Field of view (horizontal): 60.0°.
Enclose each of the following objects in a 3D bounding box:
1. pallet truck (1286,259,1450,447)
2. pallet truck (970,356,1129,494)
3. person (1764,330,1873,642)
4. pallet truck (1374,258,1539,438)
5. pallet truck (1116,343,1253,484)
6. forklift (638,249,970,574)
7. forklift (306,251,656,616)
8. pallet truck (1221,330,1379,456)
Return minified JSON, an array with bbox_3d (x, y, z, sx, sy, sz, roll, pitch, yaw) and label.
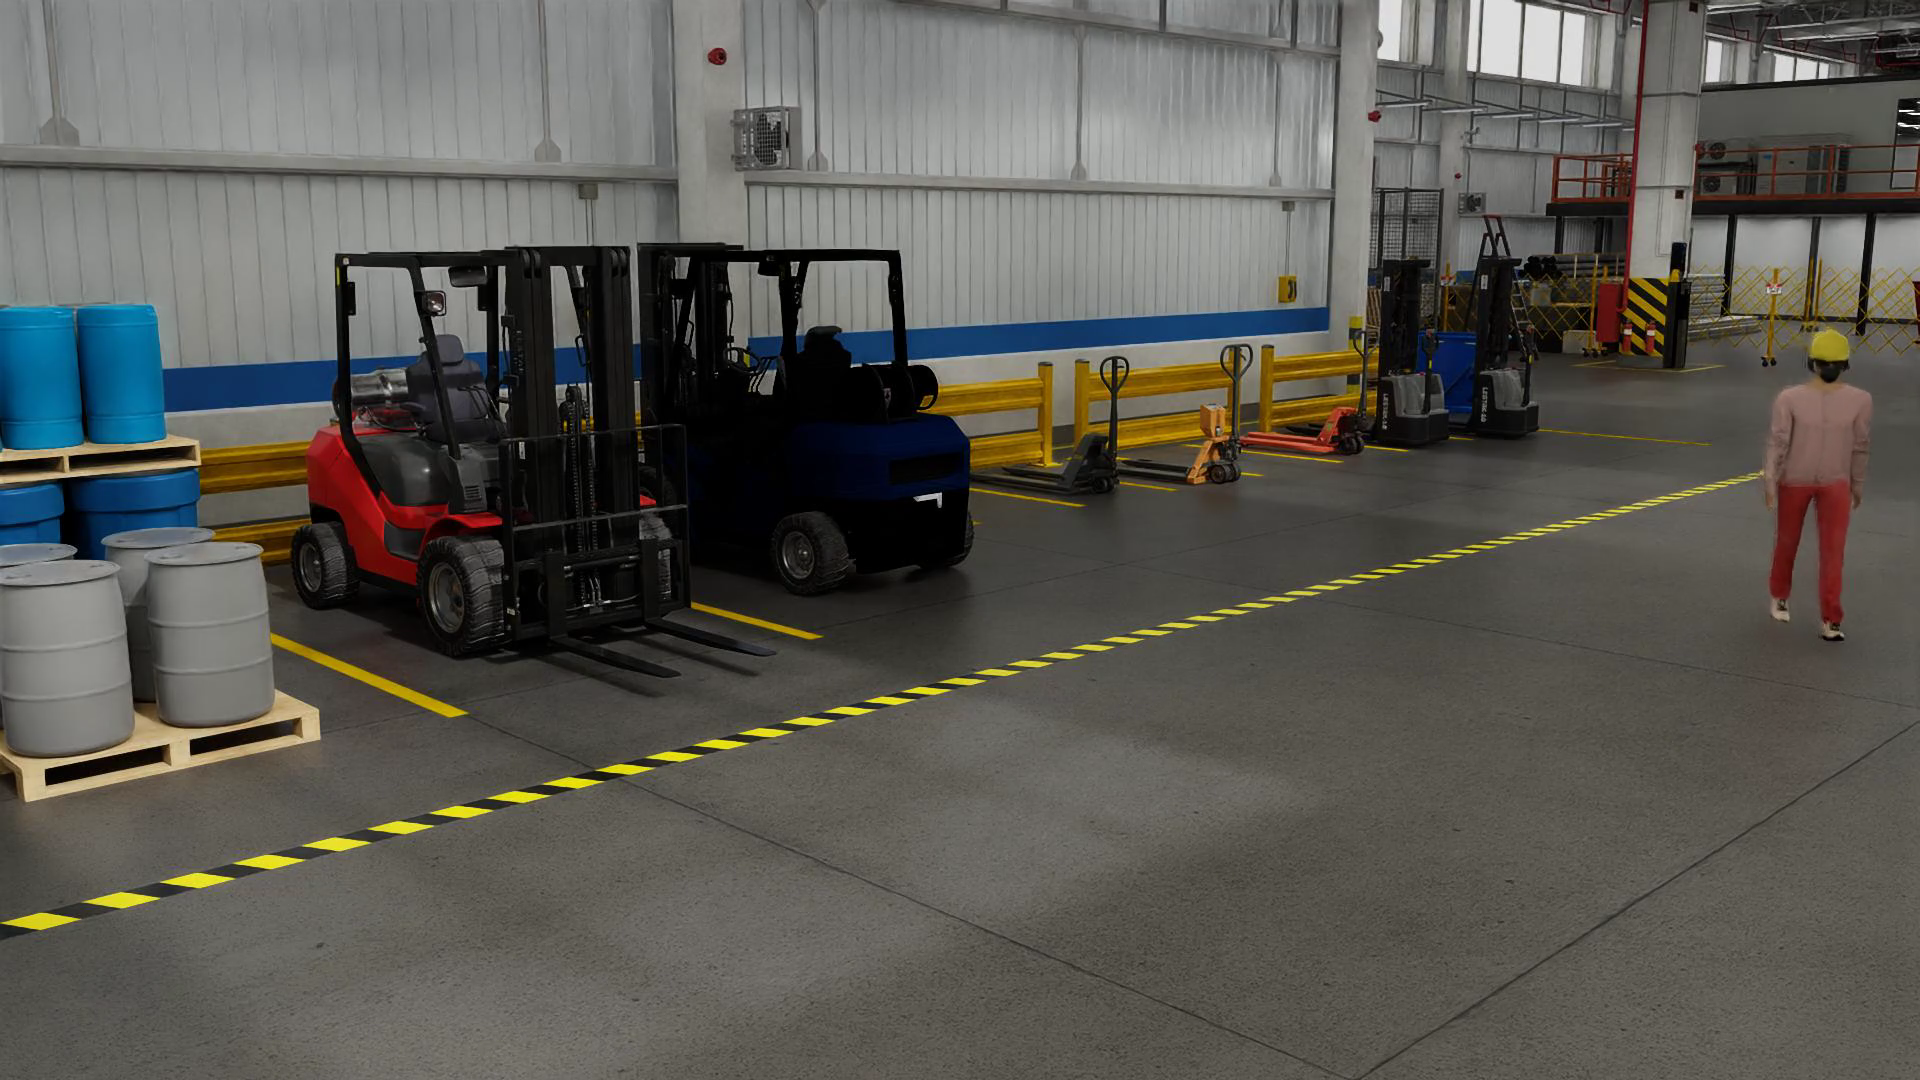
[{"bbox_3d":[4.493,-2.078,18.196,0.823,1.965,1.885,-9,14,-40],"label":"pallet truck"},{"bbox_3d":[0.784,-1.085,14.876,0.680,1.201,1.601,-10,14,-44],"label":"pallet truck"},{"bbox_3d":[4.824,-0.323,9.395,0.549,1.715,0.924,3,11,15],"label":"person"},{"bbox_3d":[5.704,-2.208,18.901,1.885,1.965,0.823,10,14,43],"label":"pallet truck"},{"bbox_3d":[1.962,-1.215,15.415,1.522,1.261,0.704,10,14,43],"label":"pallet truck"},{"bbox_3d":[-1.173,-0.958,11.239,2.680,1.987,1.157,10,14,43],"label":"forklift"},{"bbox_3d":[-2.833,-0.669,9.694,1.157,1.987,2.680,-10,14,-44],"label":"forklift"},{"bbox_3d":[3.563,-1.581,17.381,0.653,1.274,1.630,-10,14,-44],"label":"pallet truck"}]
